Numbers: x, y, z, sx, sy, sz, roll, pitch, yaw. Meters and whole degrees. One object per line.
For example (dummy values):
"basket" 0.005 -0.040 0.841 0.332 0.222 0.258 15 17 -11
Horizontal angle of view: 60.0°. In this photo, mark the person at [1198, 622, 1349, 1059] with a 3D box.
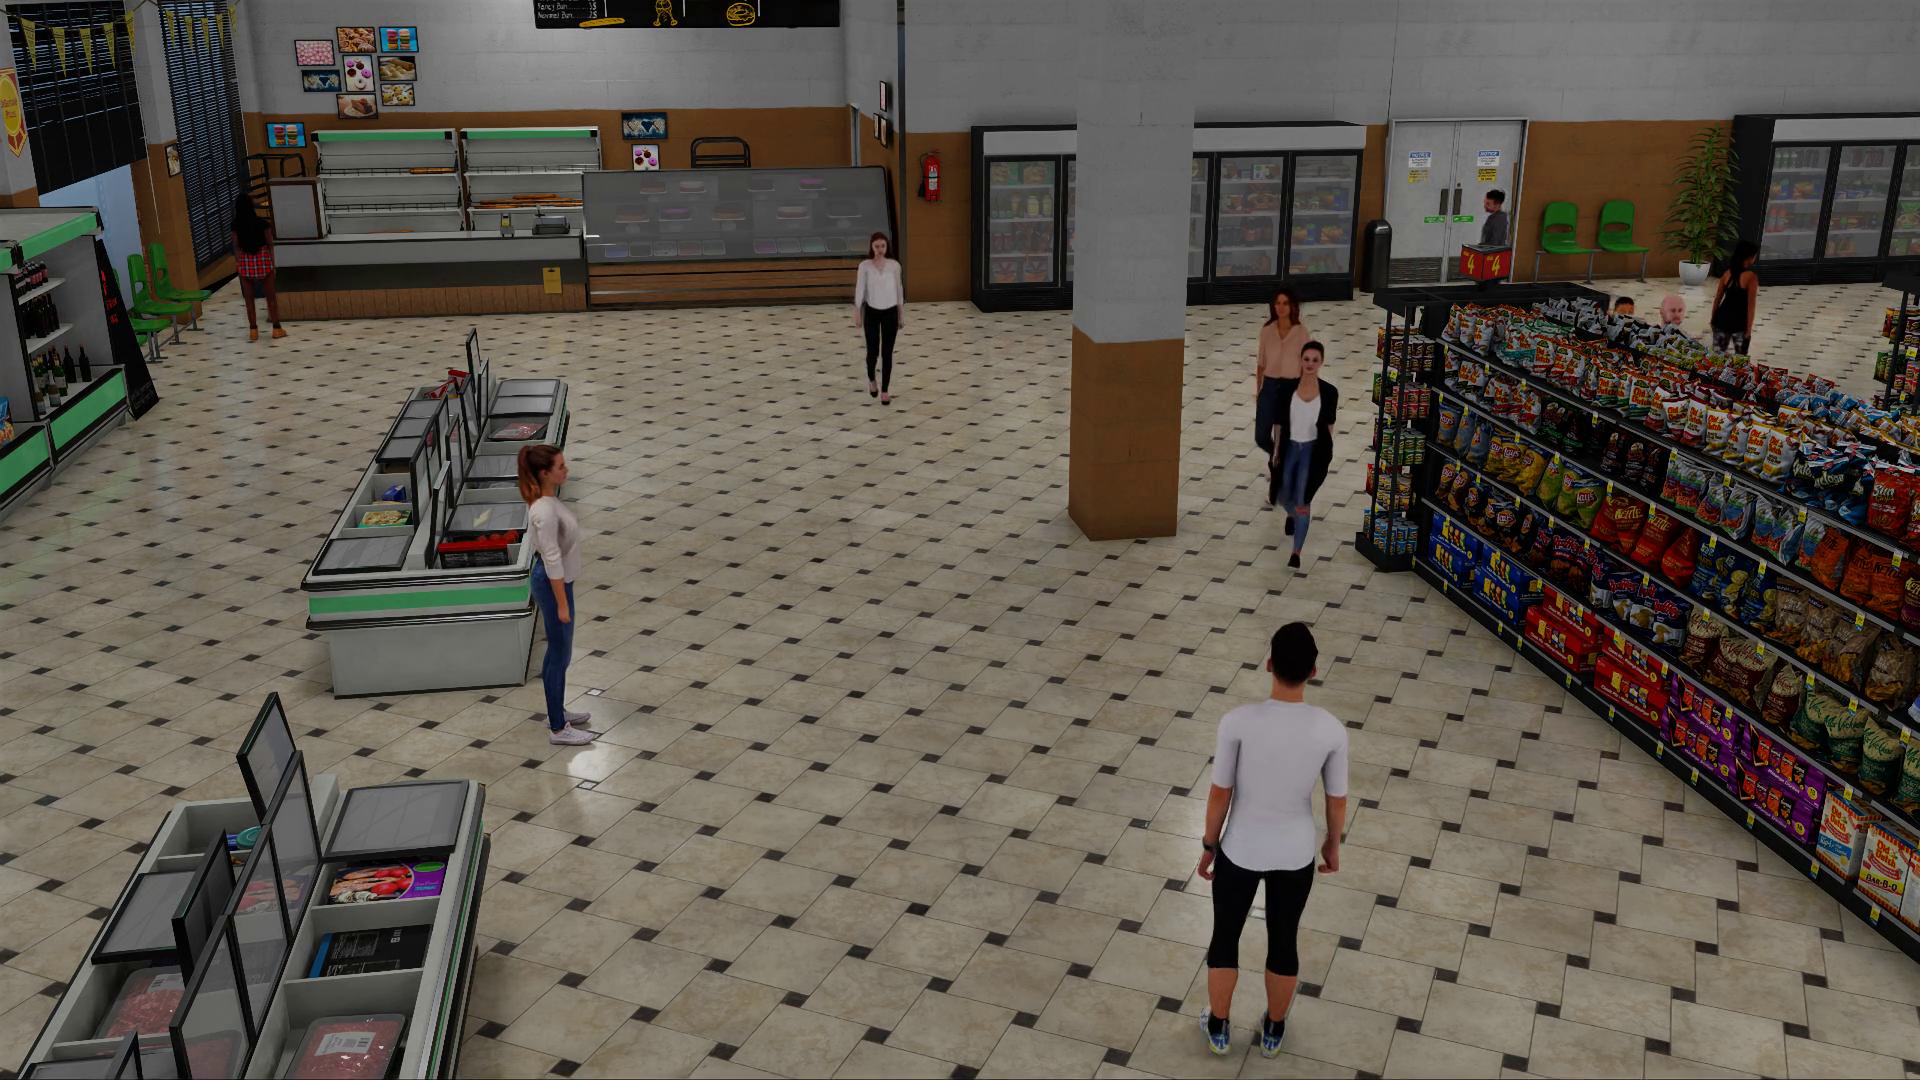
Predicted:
"person" 1.202 1.211 6.407 0.781 1.845 0.723 1 19 2

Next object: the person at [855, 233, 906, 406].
"person" -0.808 -2.236 16.789 0.643 1.744 0.622 -5 19 -15

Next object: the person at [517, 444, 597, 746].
"person" -2.277 0.295 9.322 0.680 1.719 0.480 -5 19 -13

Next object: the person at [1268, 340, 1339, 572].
"person" 2.498 -0.643 12.188 0.890 1.665 1.088 5 19 14

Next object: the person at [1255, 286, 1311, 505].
"person" 2.663 -1.211 13.697 0.833 1.777 0.936 8 20 22

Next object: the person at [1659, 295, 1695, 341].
"person" 5.453 -1.031 13.116 0.833 1.807 1.085 2 19 5

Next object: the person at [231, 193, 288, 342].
"person" -8.420 -3.268 19.879 0.625 1.725 0.611 -5 19 -15

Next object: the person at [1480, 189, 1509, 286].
"person" 6.191 -3.163 19.372 0.966 1.850 0.871 15 24 37

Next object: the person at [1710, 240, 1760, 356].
"person" 7.759 -2.189 16.784 0.846 1.658 0.704 -13 22 -33
